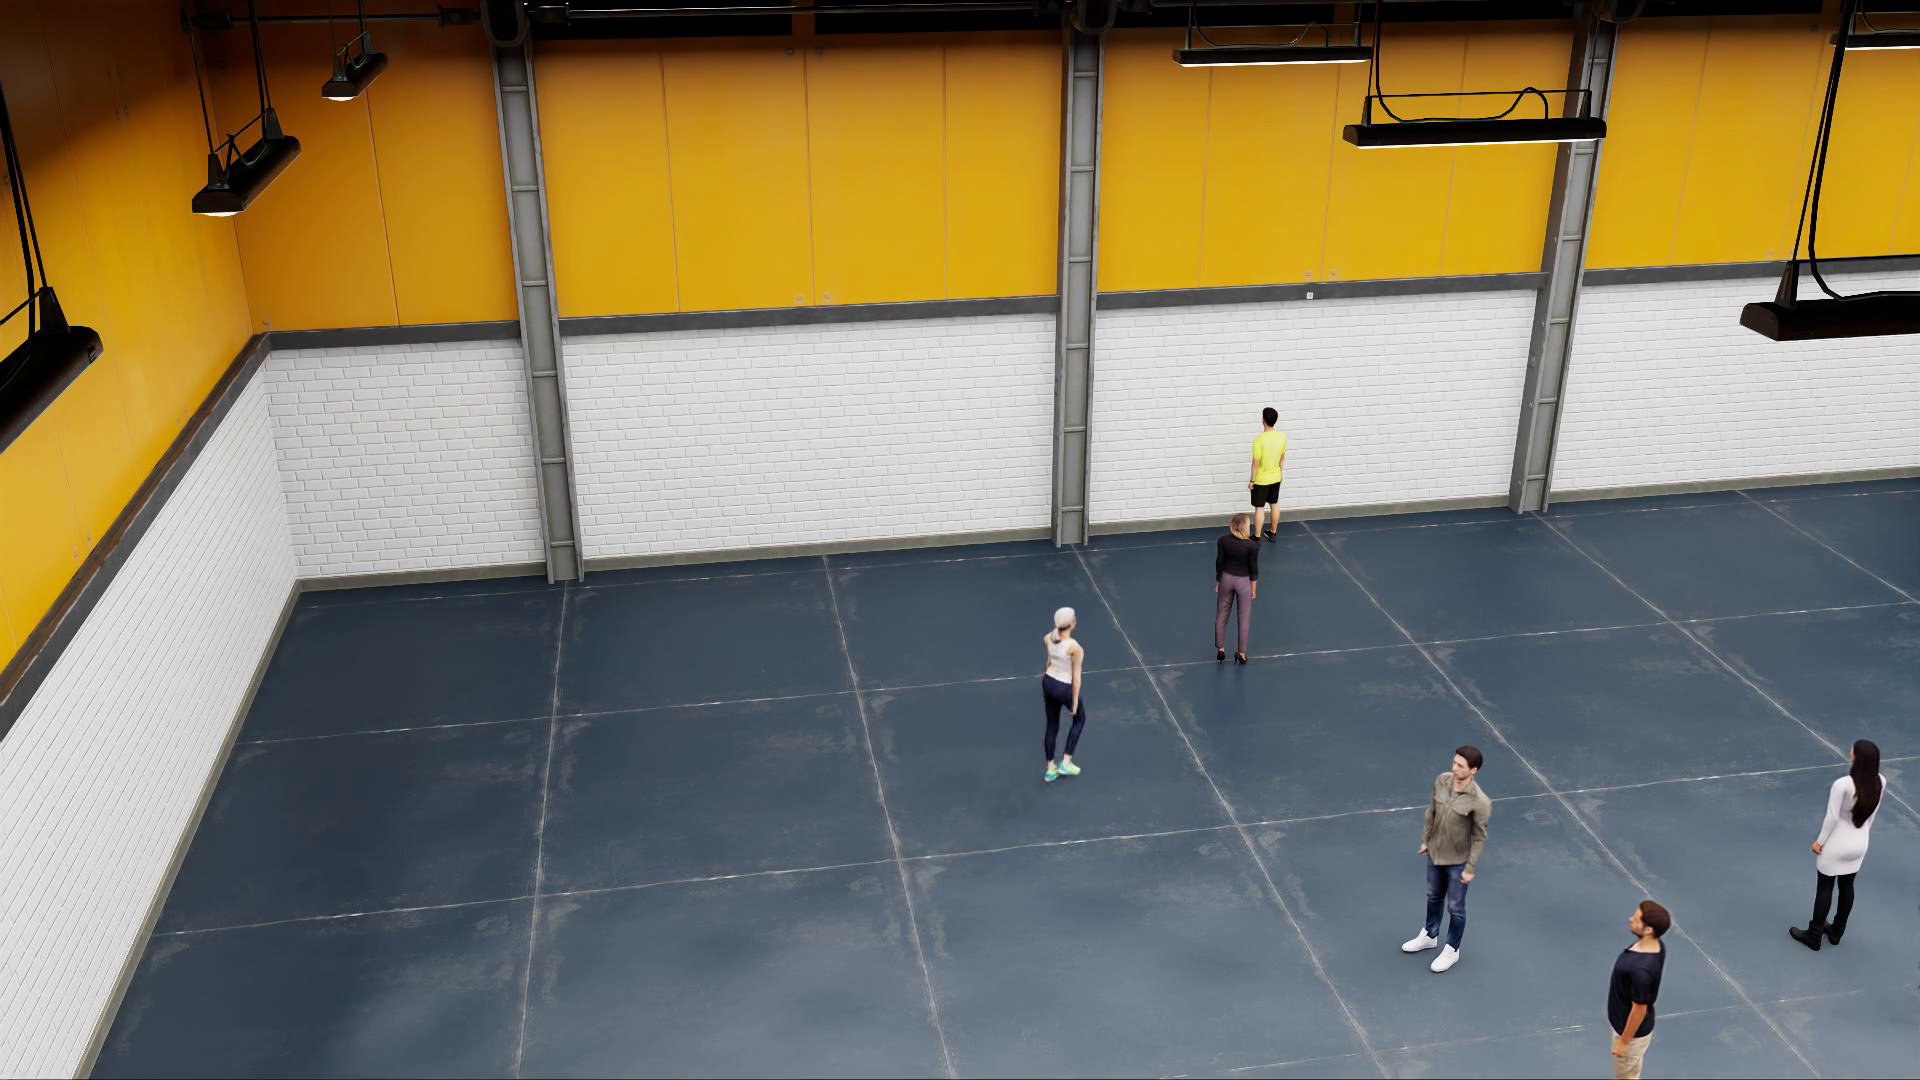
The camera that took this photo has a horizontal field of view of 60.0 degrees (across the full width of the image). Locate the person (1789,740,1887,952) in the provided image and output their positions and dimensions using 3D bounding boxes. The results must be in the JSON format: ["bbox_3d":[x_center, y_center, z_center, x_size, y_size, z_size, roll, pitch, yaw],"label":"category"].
[{"bbox_3d":[6.760,2.328,12.722,0.493,1.809,0.681,-6,24,-14],"label":"person"}]

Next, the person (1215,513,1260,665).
[{"bbox_3d":[2.823,0.499,17.077,0.658,1.671,0.746,11,26,23],"label":"person"}]

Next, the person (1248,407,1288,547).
[{"bbox_3d":[3.684,-0.767,19.928,0.554,1.708,0.730,-10,25,-21],"label":"person"}]

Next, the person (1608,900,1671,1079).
[{"bbox_3d":[4.375,3.139,10.803,0.733,1.859,0.707,12,26,25],"label":"person"}]

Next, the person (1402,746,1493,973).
[{"bbox_3d":[3.723,2.370,12.554,0.731,1.865,0.777,-14,27,-28],"label":"person"}]

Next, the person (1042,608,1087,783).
[{"bbox_3d":[0.853,1.420,14.946,0.729,1.690,0.784,18,29,35],"label":"person"}]
